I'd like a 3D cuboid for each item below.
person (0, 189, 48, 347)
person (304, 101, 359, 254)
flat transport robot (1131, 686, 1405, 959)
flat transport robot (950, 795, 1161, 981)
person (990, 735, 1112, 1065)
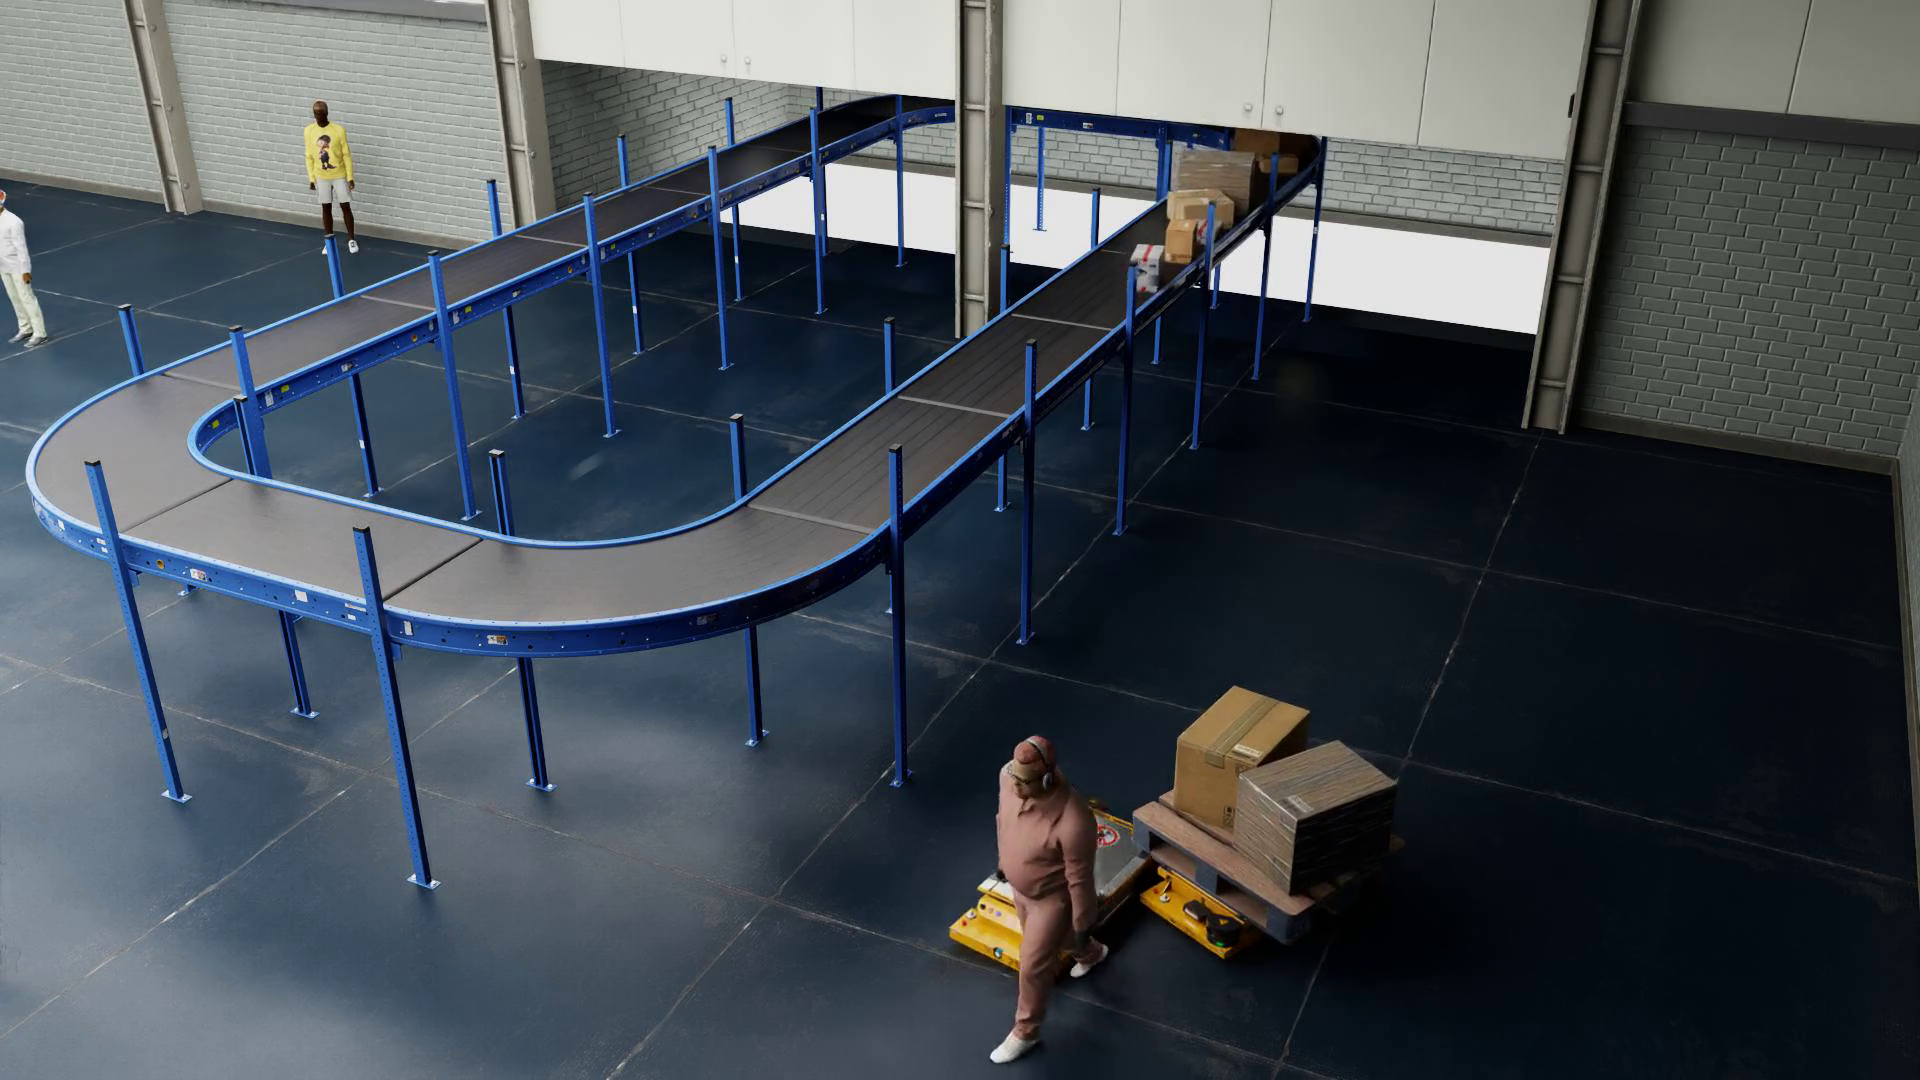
[{"bbox_3d":[-10.115,-2.926,17.711,0.565,1.743,0.351,14,30,27],"label":"person"},{"bbox_3d":[-7.849,-4.527,20.766,0.544,1.900,0.375,-5,27,-9],"label":"person"},{"bbox_3d":[1.766,1.902,9.644,1.431,0.231,0.659,-20,33,-35],"label":"flat transport robot"},{"bbox_3d":[0.622,1.964,9.519,0.659,0.231,1.431,18,32,32],"label":"flat transport robot"},{"bbox_3d":[0.480,1.695,8.264,0.802,1.866,0.667,-16,30,-29],"label":"person"}]
